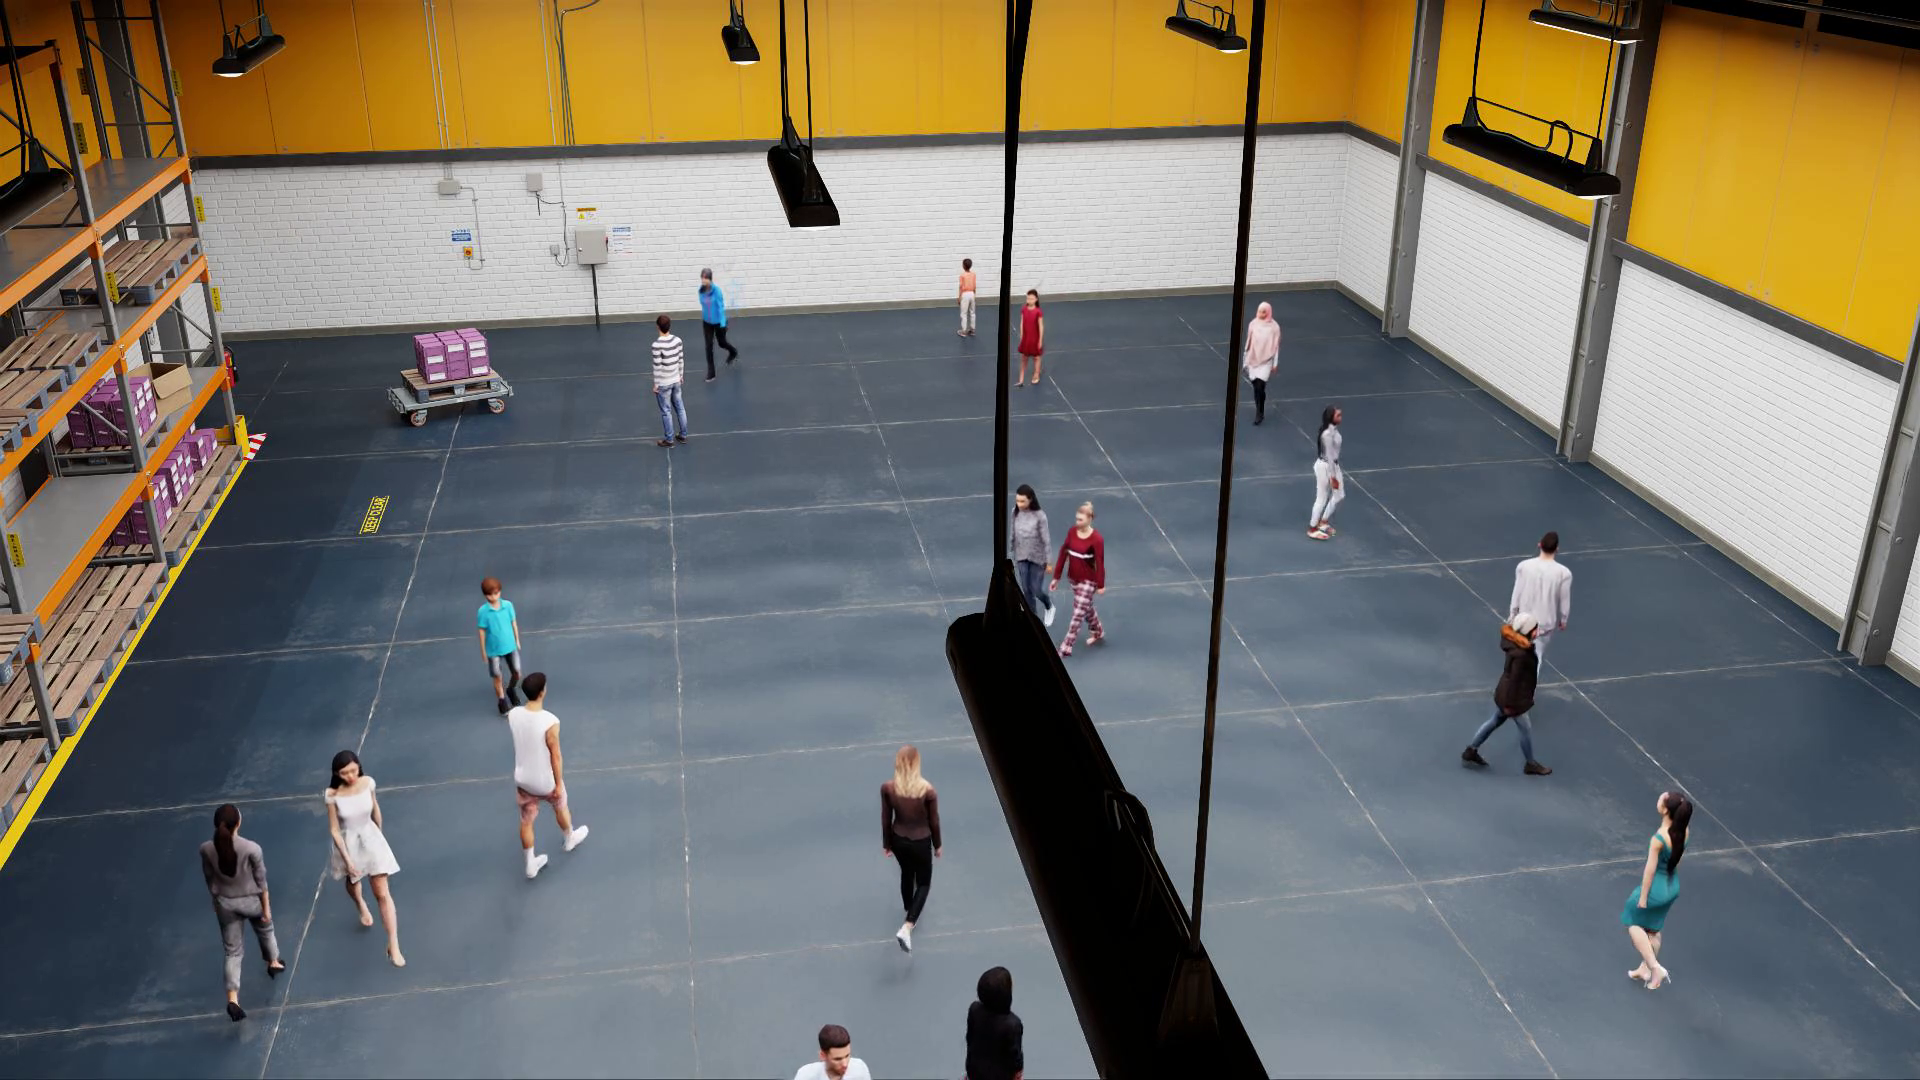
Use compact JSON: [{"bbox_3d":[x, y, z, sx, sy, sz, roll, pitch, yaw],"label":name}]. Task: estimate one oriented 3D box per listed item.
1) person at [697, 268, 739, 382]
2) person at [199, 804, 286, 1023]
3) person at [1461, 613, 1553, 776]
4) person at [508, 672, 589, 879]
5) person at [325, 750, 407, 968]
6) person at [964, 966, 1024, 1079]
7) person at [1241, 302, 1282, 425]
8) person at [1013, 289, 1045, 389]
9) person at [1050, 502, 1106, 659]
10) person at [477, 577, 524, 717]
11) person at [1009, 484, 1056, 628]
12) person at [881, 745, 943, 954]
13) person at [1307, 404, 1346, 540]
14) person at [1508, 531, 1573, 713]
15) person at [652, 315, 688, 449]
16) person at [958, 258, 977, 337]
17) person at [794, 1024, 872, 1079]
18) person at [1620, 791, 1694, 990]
[{"bbox_3d":[-3.767,-3.366,25.792,1.064,1.746,1.256,11,26,23],"label":"person"},{"bbox_3d":[-5.230,2.711,12.021,0.698,1.641,1.094,-2,24,-4],"label":"person"},{"bbox_3d":[4.940,1.398,15.080,0.939,1.596,1.062,5,24,12],"label":"person"},{"bbox_3d":[-3.505,1.966,13.582,0.917,1.755,1.068,7,25,15],"label":"person"},{"bbox_3d":[-4.642,2.363,12.722,0.922,1.717,1.243,-16,28,-32],"label":"person"},{"bbox_3d":[0.168,3.412,10.372,0.929,1.677,1.059,12,26,25],"label":"person"},{"bbox_3d":[4.334,-2.539,23.844,0.772,1.790,0.826,13,27,27],"label":"person"},{"bbox_3d":[1.127,-3.105,25.478,0.882,1.520,1.060,9,25,21],"label":"person"},{"bbox_3d":[1.328,0.395,17.301,1.077,1.655,1.116,-21,31,-39],"label":"person"},{"bbox_3d":[-4.488,1.002,16.183,0.607,1.439,0.627,-12,26,-26],"label":"person"},{"bbox_3d":[0.807,0.175,17.738,0.832,1.710,0.892,14,27,28],"label":"person"},{"bbox_3d":[-0.386,2.376,12.734,0.887,1.684,1.073,6,24,14],"label":"person"},{"bbox_3d":[4.329,-0.817,20.006,0.789,1.709,0.718,12,26,25],"label":"person"},{"bbox_3d":[5.600,0.808,16.164,1.153,1.810,1.262,13,27,27],"label":"person"},{"bbox_3d":[-4.033,-2.204,23.000,0.746,1.852,0.722,20,30,38],"label":"person"},{"bbox_3d":[0.136,-4.093,28.002,0.525,1.308,0.541,-12,26,-25],"label":"person"},{"bbox_3d":[-0.764,3.575,9.819,0.822,1.822,1.018,-10,26,-22],"label":"person"},{"bbox_3d":[5.181,2.616,12.193,0.671,1.676,0.758,-13,27,-28],"label":"person"}]
